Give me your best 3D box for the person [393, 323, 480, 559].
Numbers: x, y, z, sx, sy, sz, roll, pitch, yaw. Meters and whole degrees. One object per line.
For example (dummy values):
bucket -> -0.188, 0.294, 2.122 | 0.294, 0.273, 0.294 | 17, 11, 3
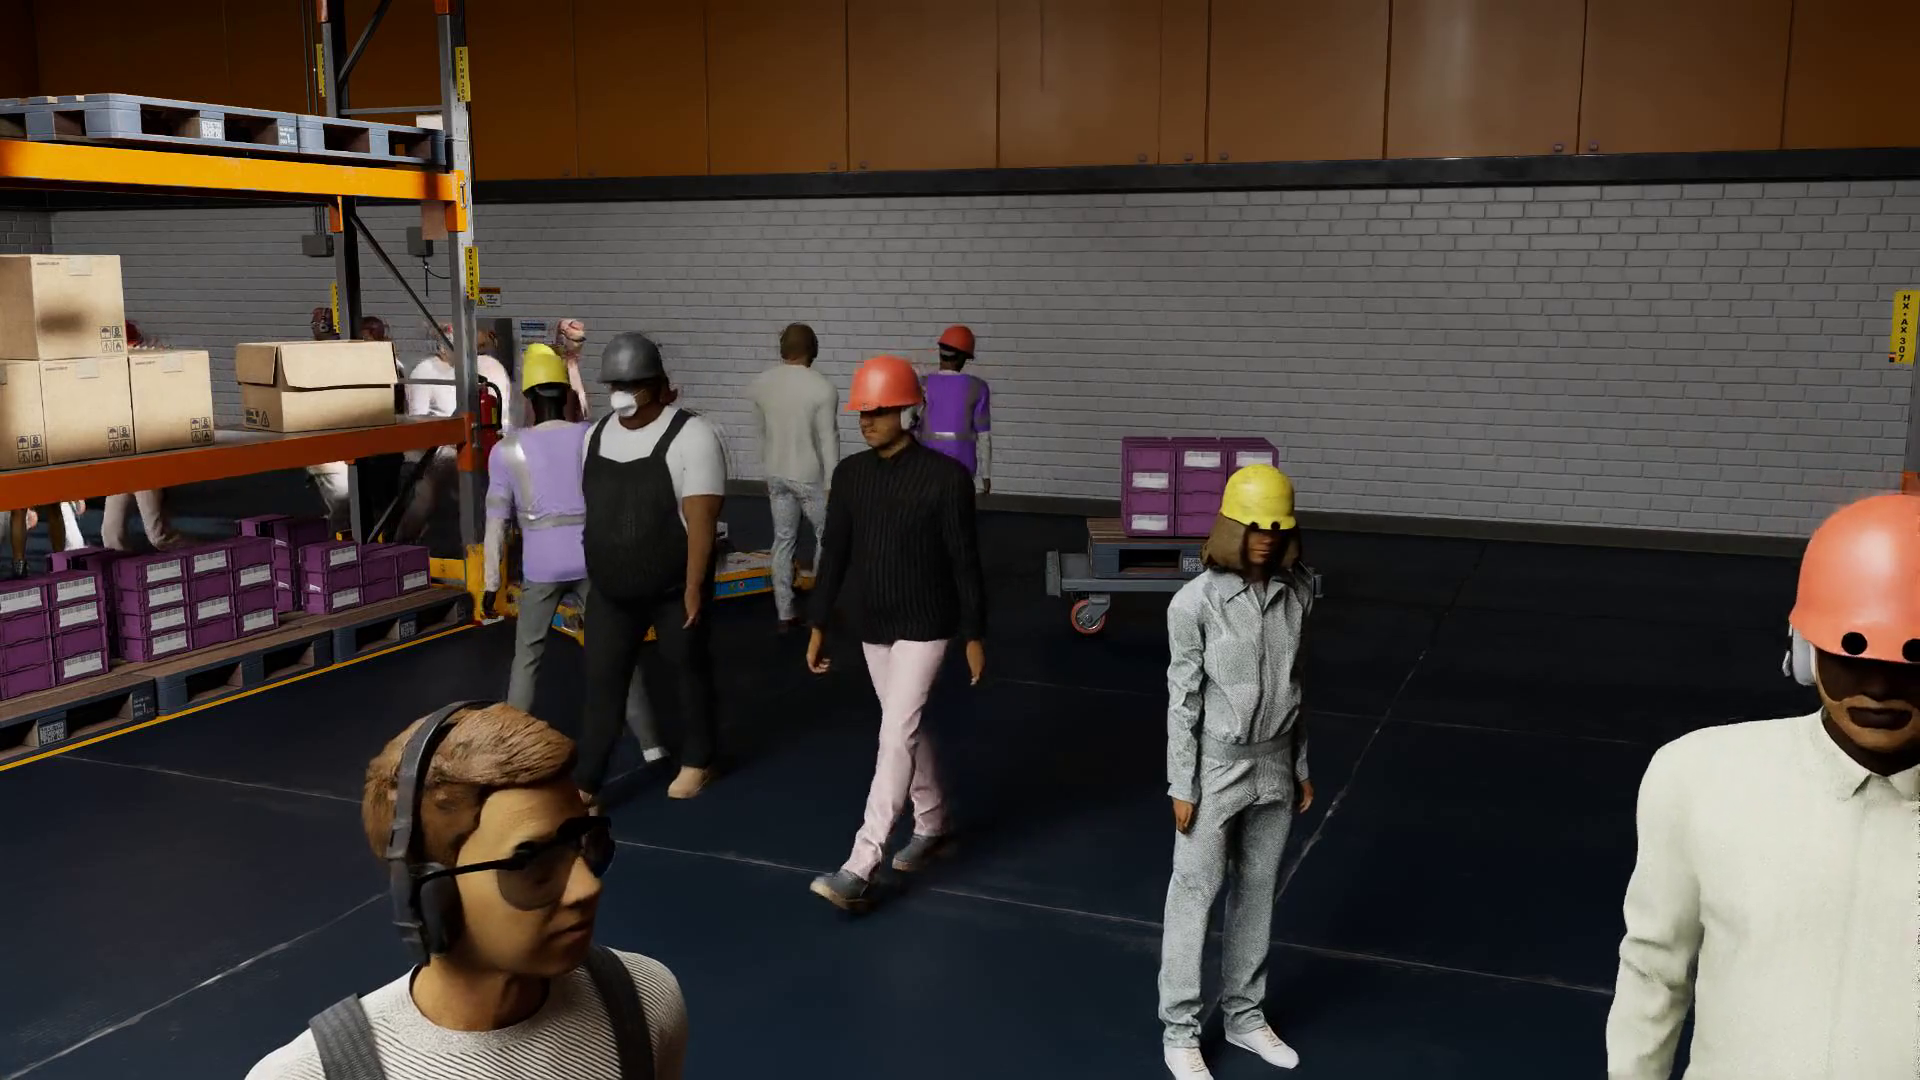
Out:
person -> -3.860, -0.660, 12.221 | 0.818, 1.874, 0.678 | 5, 10, 26

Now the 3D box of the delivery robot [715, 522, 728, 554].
delivery robot -> -2.048, -0.030, 12.032 | 0.707, 0.478, 0.477 | 4, 10, 23

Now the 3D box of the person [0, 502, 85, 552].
person -> -7.018, -0.674, 12.369 | 0.892, 1.830, 0.711 | -4, 10, -25

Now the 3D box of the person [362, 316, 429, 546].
person -> -4.324, -0.740, 12.568 | 0.489, 1.893, 0.644 | -9, 13, -42

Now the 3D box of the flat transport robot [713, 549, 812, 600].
flat transport robot -> -1.688, 0.267, 11.377 | 1.431, 0.197, 0.652 | -9, 13, -42

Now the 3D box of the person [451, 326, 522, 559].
person -> -3.616, -0.715, 12.635 | 0.526, 1.826, 0.646 | 3, 10, 16

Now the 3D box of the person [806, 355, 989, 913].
person -> -0.294, 0.324, 5.952 | 0.665, 1.941, 0.988 | 7, 12, 37

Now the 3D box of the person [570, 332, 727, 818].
person -> -1.325, 0.137, 6.812 | 0.695, 2.000, 0.980 | 3, 10, 19

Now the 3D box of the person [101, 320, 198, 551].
person -> -5.151, -0.441, 10.599 | 0.619, 1.959, 0.901 | 8, 12, 39

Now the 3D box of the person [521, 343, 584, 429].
person -> -2.869, -0.486, 11.506 | 0.784, 1.726, 0.552 | 4, 10, 24

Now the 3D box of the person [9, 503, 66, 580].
person -> -6.503, -0.607, 11.636 | 0.551, 1.934, 0.372 | -4, 10, -22

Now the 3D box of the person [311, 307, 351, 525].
person -> -5.500, -1.073, 14.551 | 0.406, 1.906, 0.654 | -2, 10, -12

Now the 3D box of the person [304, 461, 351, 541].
person -> -4.534, -0.488, 11.887 | 0.512, 1.618, 0.697 | 7, 12, 36

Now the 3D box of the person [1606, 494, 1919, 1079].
person -> 1.180, 0.926, 2.226 | 0.644, 1.968, 0.726 | 5, 11, 27

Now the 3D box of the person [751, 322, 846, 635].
person -> -0.967, -0.379, 10.284 | 0.653, 1.920, 0.554 | 5, 11, 30

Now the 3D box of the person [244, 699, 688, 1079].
person -> -0.474, 1.069, 1.749 | 0.338, 1.846, 0.514 | 9, 13, 43

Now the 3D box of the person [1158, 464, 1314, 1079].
person -> 0.787, 0.652, 4.598 | 0.491, 1.741, 0.323 | -5, 11, -30

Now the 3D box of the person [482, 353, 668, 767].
person -> -1.761, 0.119, 7.455 | 0.773, 1.877, 0.556 | -3, 10, -18

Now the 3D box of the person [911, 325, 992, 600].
person -> -0.091, -0.454, 10.919 | 0.592, 1.906, 0.805 | 1, 9, 6

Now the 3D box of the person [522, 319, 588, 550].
person -> -3.105, -0.823, 13.229 | 0.880, 1.852, 0.675 | -1, 9, -6

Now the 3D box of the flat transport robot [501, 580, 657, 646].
flat transport robot -> -2.301, 0.422, 10.435 | 0.652, 0.197, 1.431 | -7, 12, -36
